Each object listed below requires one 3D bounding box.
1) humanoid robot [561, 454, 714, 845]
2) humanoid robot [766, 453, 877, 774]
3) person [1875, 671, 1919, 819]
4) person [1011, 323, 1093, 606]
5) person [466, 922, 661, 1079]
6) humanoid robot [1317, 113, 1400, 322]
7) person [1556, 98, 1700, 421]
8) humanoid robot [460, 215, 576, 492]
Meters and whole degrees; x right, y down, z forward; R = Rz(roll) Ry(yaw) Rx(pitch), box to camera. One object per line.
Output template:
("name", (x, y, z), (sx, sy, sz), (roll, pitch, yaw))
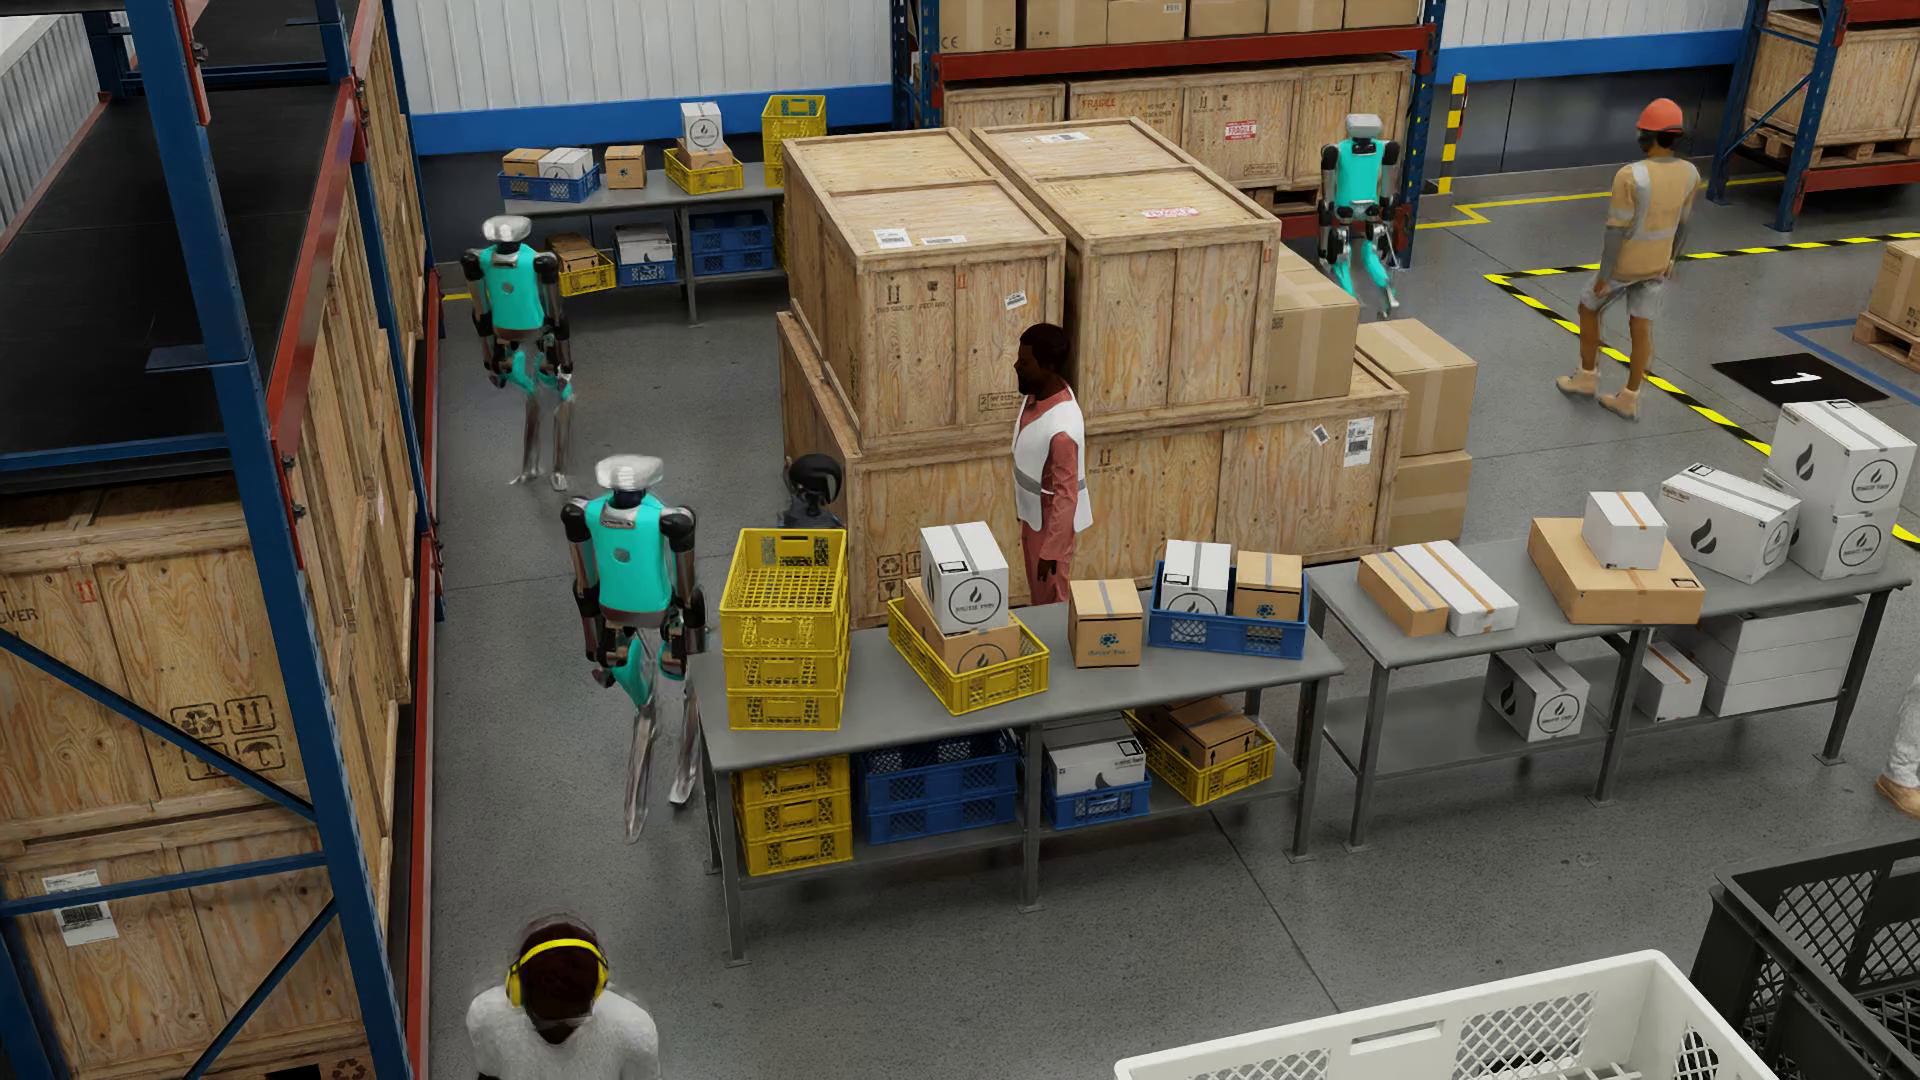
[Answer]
("humanoid robot", (-1.232, 0.376, 6.905), (0.530, 1.788, 0.731), (5, 29, 10))
("humanoid robot", (-0.676, 0.377, 6.995), (0.635, 1.638, 0.605), (-12, 31, -21))
("person", (4.273, 0.329, 6.900), (0.624, 1.837, 0.430), (-10, 30, -18))
("person", (0.395, -0.083, 7.558), (0.391, 1.920, 0.588), (-4, 29, -7))
("person", (-1.016, 1.610, 4.598), (0.560, 1.815, 0.843), (4, 29, 8))
("humanoid robot", (2.694, -1.882, 11.052), (0.543, 1.762, 1.032), (-4, 29, -8))
("person", (4.222, -1.789, 10.549), (0.650, 2.016, 0.749), (-9, 30, -16))
("humanoid robot", (-2.432, -1.082, 9.565), (0.549, 1.769, 0.799), (2, 29, 4))
